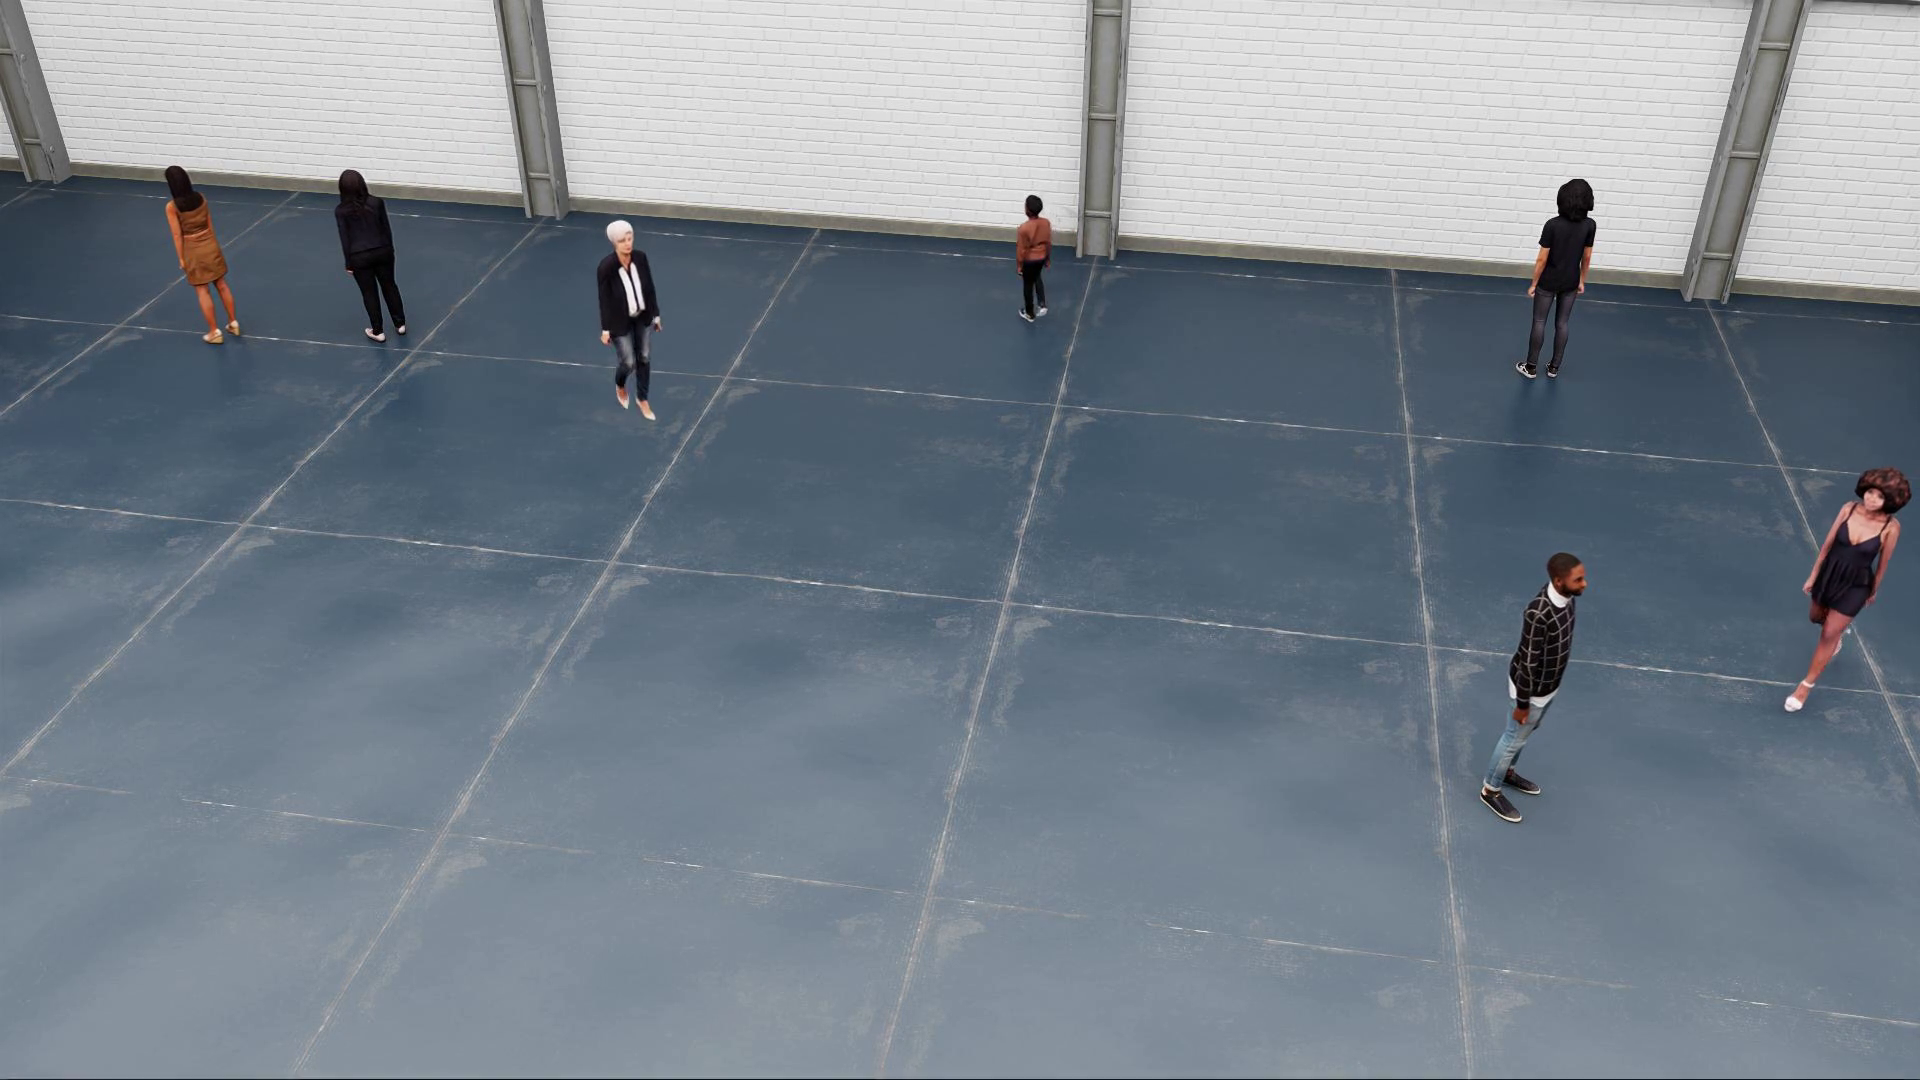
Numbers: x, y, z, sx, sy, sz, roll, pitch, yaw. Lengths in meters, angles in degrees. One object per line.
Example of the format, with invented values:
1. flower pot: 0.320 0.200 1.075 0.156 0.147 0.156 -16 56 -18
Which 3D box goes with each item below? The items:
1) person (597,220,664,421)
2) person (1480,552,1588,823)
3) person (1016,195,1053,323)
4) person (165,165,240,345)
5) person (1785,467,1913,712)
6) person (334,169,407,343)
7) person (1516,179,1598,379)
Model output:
1. person: -2.689 -1.804 13.394 0.902 1.773 0.863 -24 41 -32
2. person: 3.409 0.827 9.879 0.729 1.820 0.752 24 40 31
3. person: 0.718 -2.611 15.569 0.659 1.247 0.721 -19 38 -26
4. person: -6.921 -2.607 15.163 0.623 1.689 0.623 19 38 26
5. person: 5.745 0.265 10.779 1.040 1.760 1.050 -26 41 -33
6. person: -5.408 -2.608 15.232 0.773 1.615 0.813 -27 42 -35
7. person: 5.235 -2.282 14.542 0.525 1.835 0.737 0 34 0
